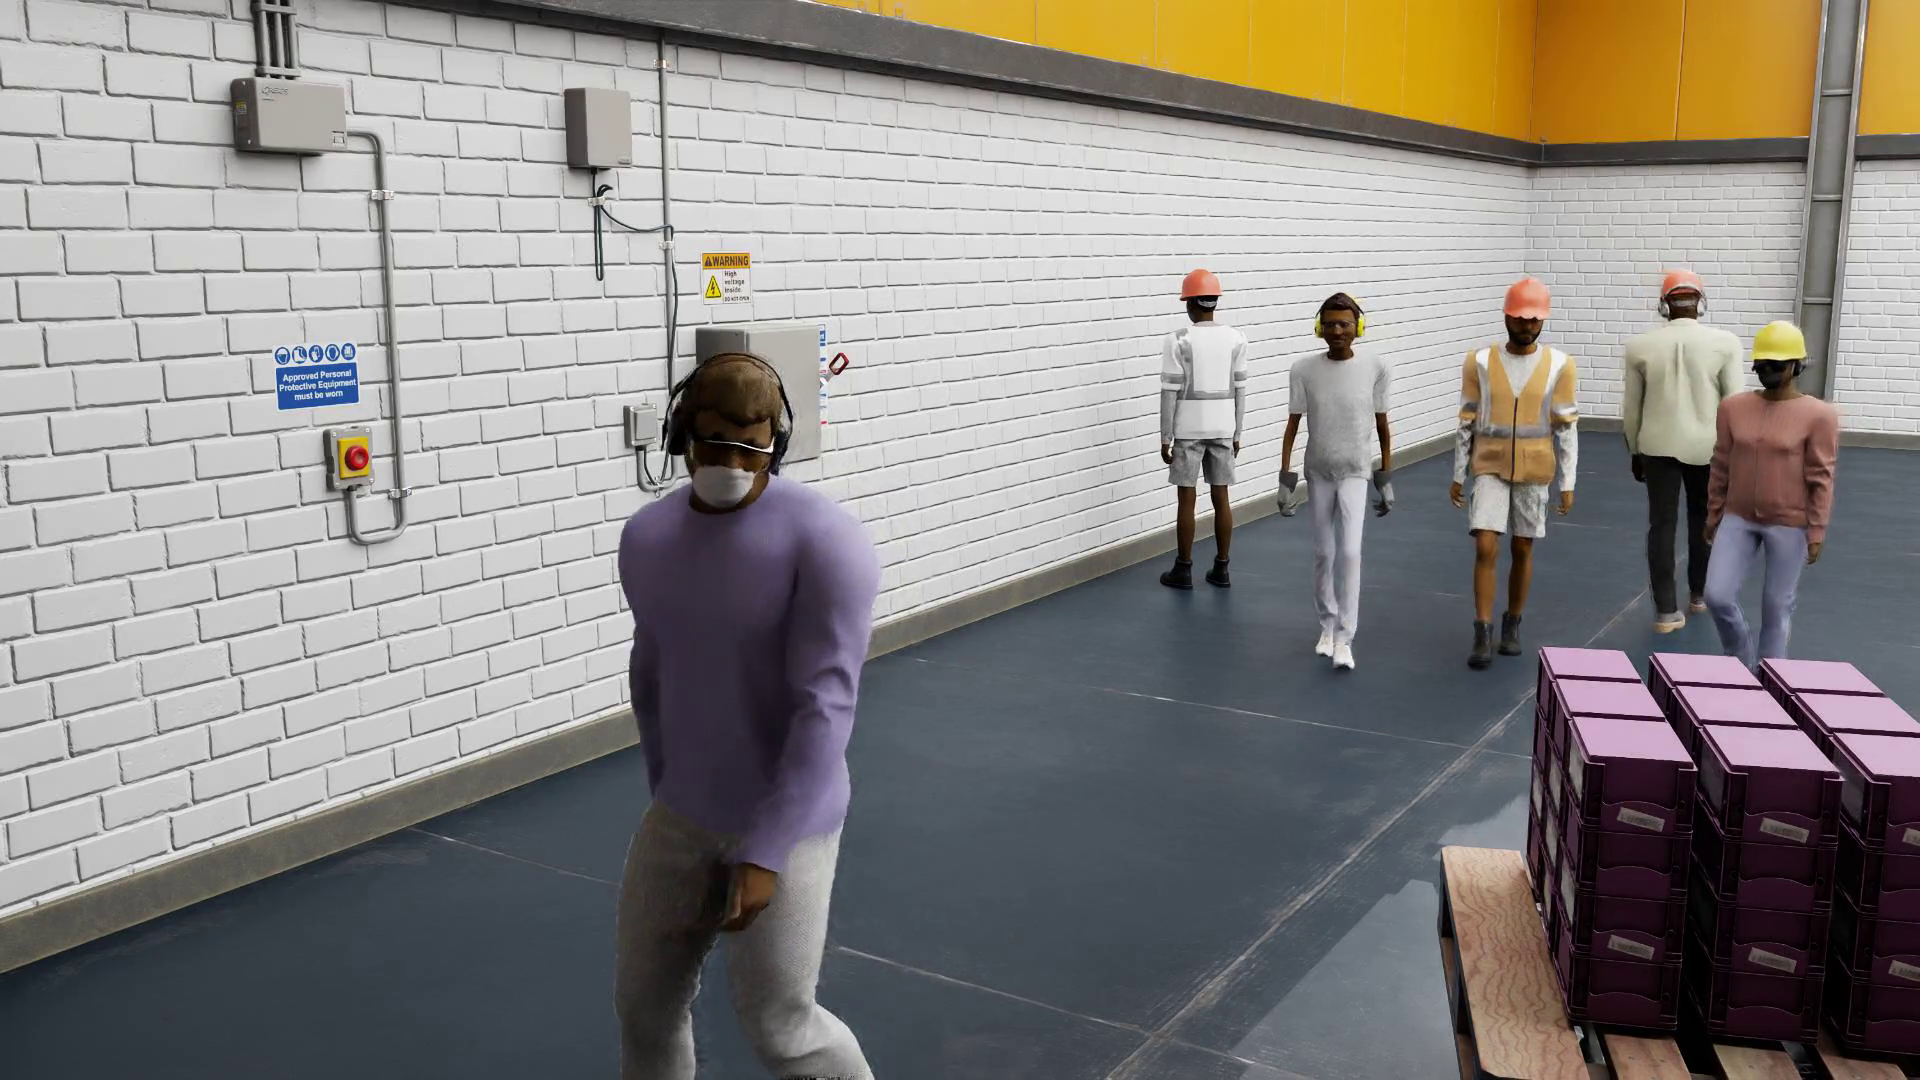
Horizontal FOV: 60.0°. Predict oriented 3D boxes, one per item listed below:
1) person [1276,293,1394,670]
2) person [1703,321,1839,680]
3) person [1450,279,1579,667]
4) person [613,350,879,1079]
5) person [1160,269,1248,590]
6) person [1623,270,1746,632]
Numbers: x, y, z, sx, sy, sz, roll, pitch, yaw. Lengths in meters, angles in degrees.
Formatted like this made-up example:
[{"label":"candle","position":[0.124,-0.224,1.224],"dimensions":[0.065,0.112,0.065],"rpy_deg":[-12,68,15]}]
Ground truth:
[{"label":"person","position":[1.834,-0.274,8.157],"dimensions":[0.561,1.827,0.873],"rpy_deg":[3,11,18]},{"label":"person","position":[3.501,-0.073,7.250],"dimensions":[0.371,1.750,0.549],"rpy_deg":[-10,14,-43]},{"label":"person","position":[2.729,-0.317,8.200],"dimensions":[0.591,1.902,0.827],"rpy_deg":[3,11,17]},{"label":"person","position":[-0.428,0.563,3.338],"dimensions":[0.631,1.905,0.648],"rpy_deg":[7,12,34]},{"label":"person","position":[1.449,-0.662,10.055],"dimensions":[0.546,1.929,0.388],"rpy_deg":[-2,10,-12]},{"label":"person","position":[4.008,-0.501,9.174],"dimensions":[0.678,1.925,0.964],"rpy_deg":[5,11,27]}]
